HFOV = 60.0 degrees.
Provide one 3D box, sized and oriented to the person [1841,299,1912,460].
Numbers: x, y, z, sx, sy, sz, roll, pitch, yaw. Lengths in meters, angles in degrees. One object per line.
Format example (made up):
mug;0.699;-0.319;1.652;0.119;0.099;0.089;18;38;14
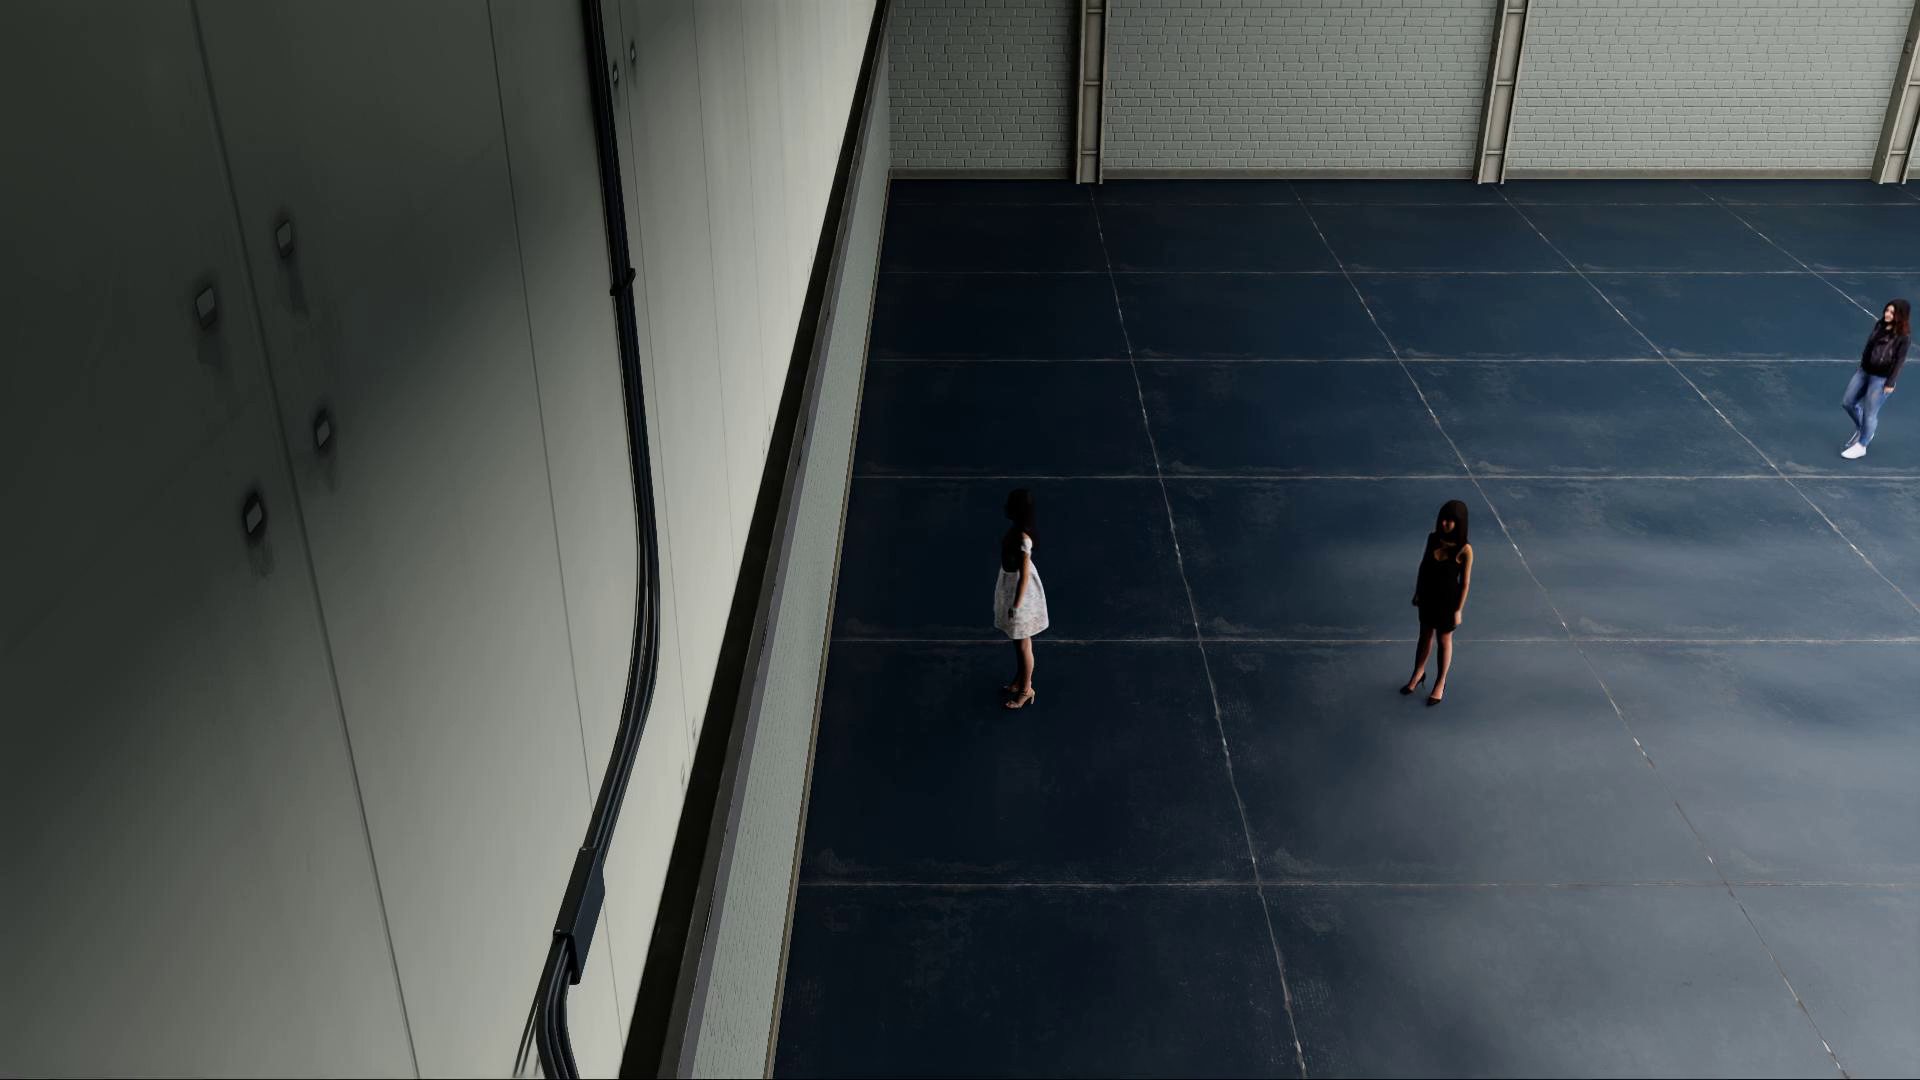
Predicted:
person;8.899;-1.565;16.053;0.690;1.626;0.720;-6;29;-11

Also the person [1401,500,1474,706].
person;3.542;0.447;12.250;0.668;1.650;0.627;-21;35;-35

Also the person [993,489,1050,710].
person;0.431;0.425;12.161;0.614;1.774;0.633;0;28;1
